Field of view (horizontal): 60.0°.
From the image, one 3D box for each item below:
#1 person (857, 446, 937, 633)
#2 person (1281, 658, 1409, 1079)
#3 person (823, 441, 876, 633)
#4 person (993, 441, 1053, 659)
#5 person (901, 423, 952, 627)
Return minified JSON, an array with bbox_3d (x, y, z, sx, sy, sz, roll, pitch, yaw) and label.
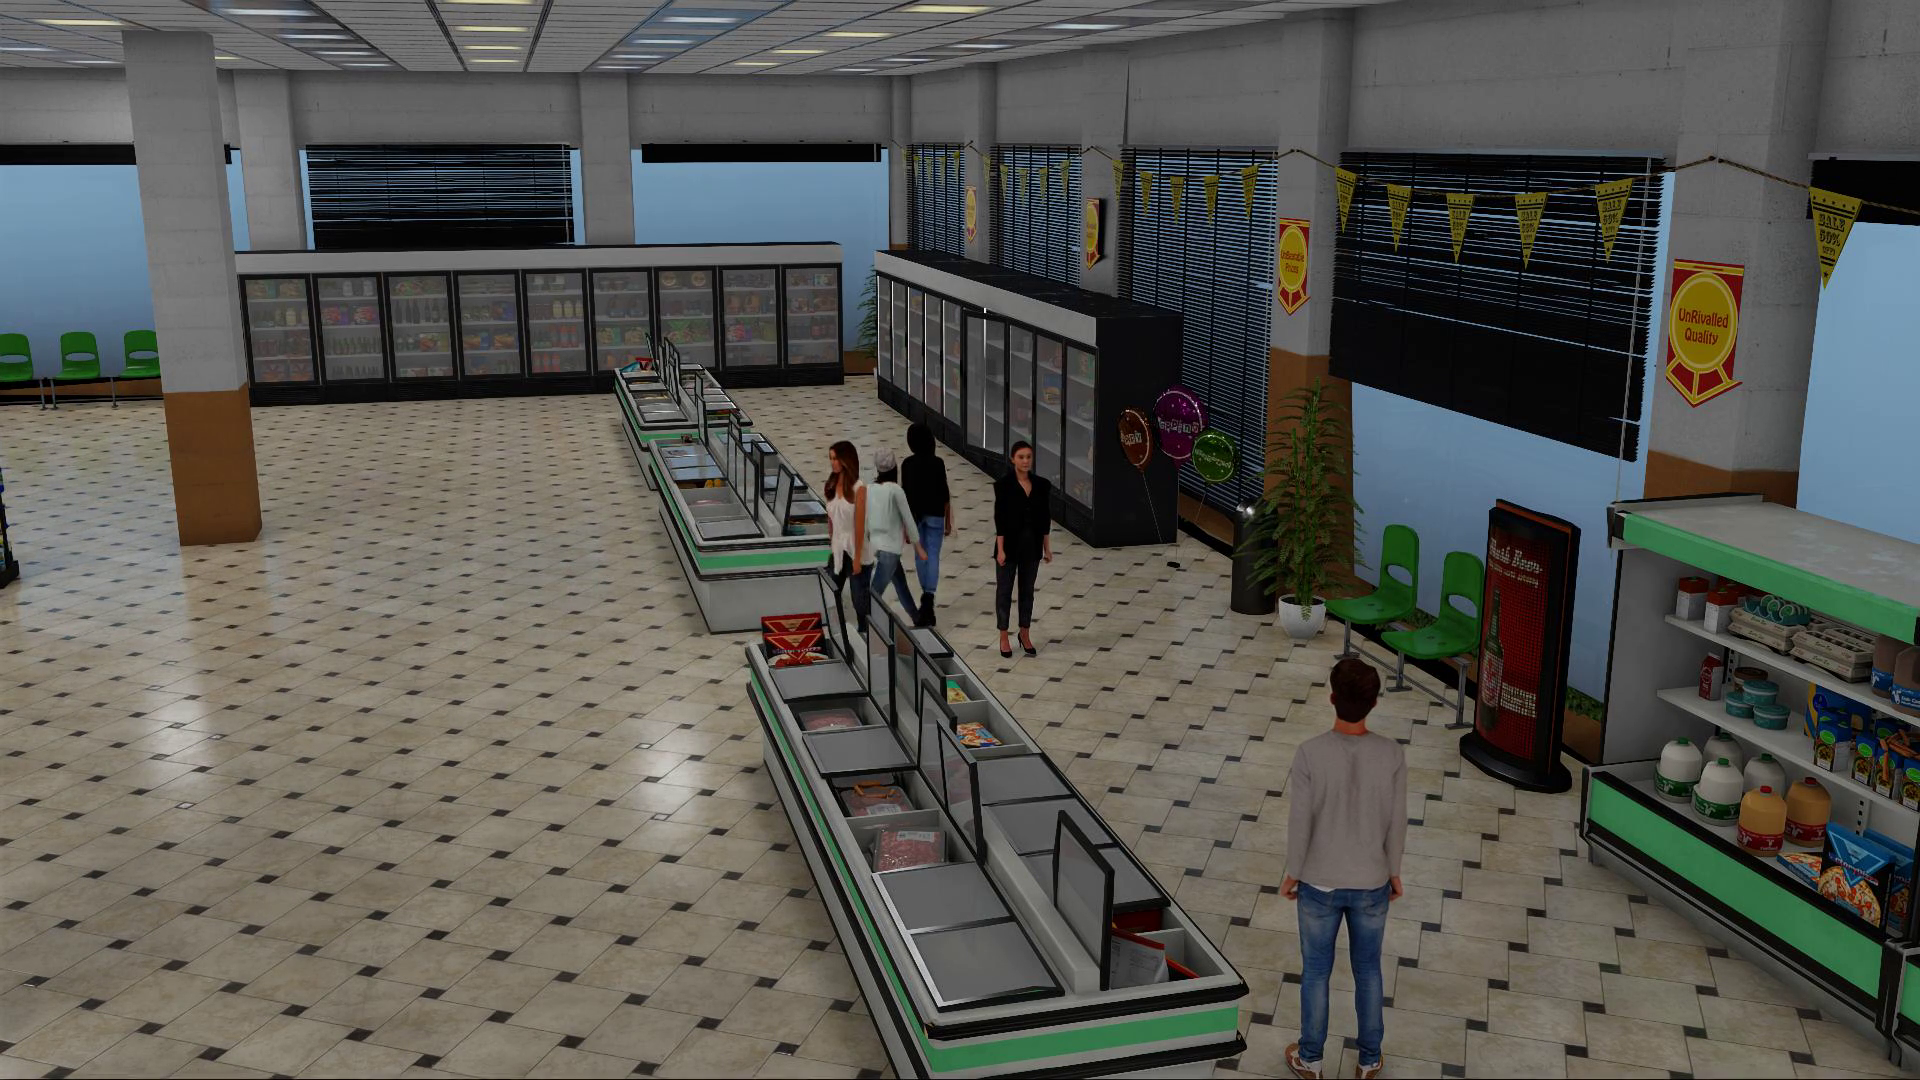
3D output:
[{"bbox_3d":[-0.643,0.101,13.182,1.022,1.599,1.117,-11,18,-39],"label":"person"},{"bbox_3d":[1.636,1.427,7.065,0.733,1.905,0.694,1,14,3],"label":"person"},{"bbox_3d":[-0.778,0.114,12.770,0.779,1.768,0.840,10,17,35],"label":"person"},{"bbox_3d":[0.462,0.059,13.097,0.667,1.719,0.611,-6,15,-23],"label":"person"},{"bbox_3d":[-0.295,-0.103,13.904,0.869,1.656,1.232,2,14,8],"label":"person"}]
